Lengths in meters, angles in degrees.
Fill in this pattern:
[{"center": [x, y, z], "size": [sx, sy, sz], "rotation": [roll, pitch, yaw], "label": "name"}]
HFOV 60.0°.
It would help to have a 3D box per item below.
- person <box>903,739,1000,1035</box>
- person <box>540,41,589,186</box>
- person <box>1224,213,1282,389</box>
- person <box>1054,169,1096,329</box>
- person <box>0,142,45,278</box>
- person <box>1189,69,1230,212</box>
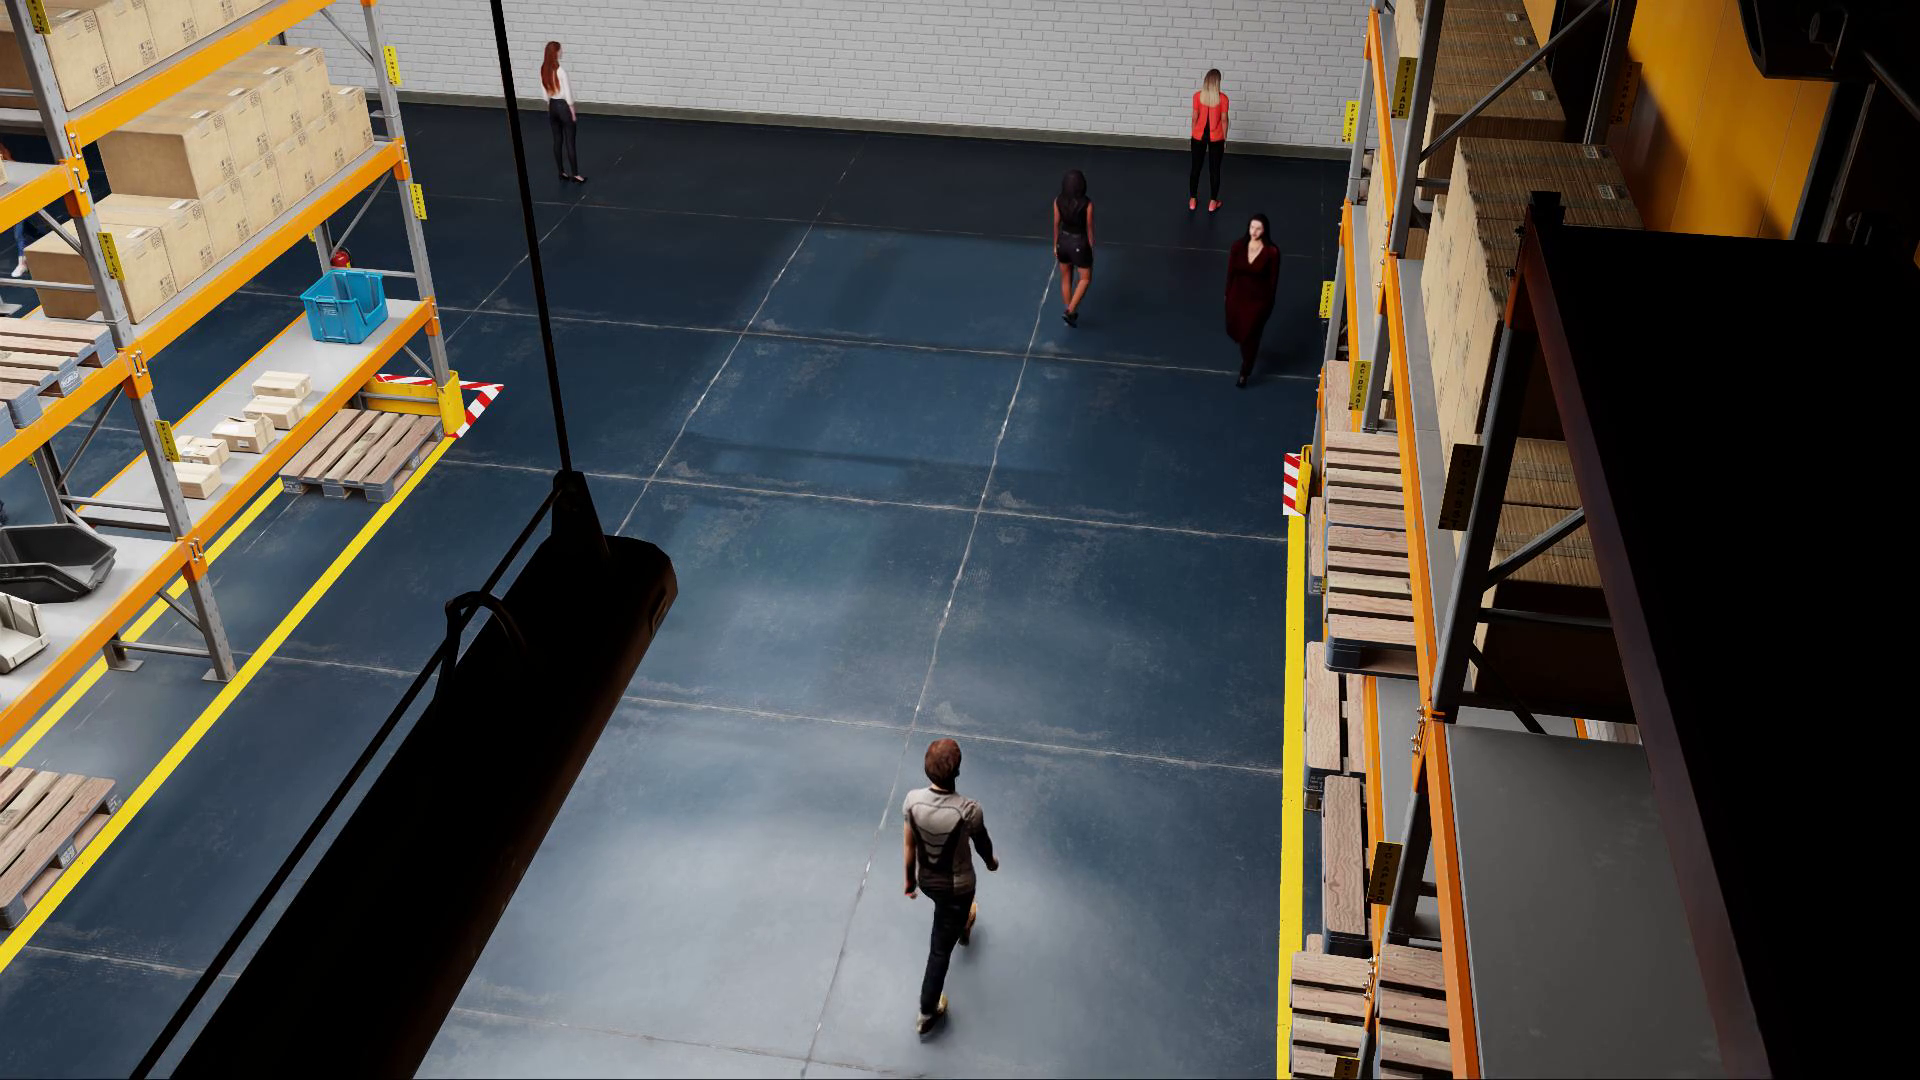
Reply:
[{"center": [-0.115, 2.021, 9.488], "size": [0.863, 1.827, 1.290], "rotation": [14, 36, 20], "label": "person"}, {"center": [-4.916, -5.255, 20.493], "size": [0.648, 1.762, 0.605], "rotation": [17, 37, 23], "label": "person"}, {"center": [2.844, -2.368, 16.172], "size": [0.836, 1.737, 1.020], "rotation": [16, 37, 22], "label": "person"}, {"center": [1.139, -2.931, 17.025], "size": [0.727, 1.731, 0.891], "rotation": [15, 36, 21], "label": "person"}, {"center": [-10.459, -3.731, 18.485], "size": [0.577, 1.447, 0.993], "rotation": [6, 34, 9], "label": "person"}, {"center": [2.954, -4.777, 19.835], "size": [0.625, 1.693, 0.572], "rotation": [11, 35, 16], "label": "person"}]
